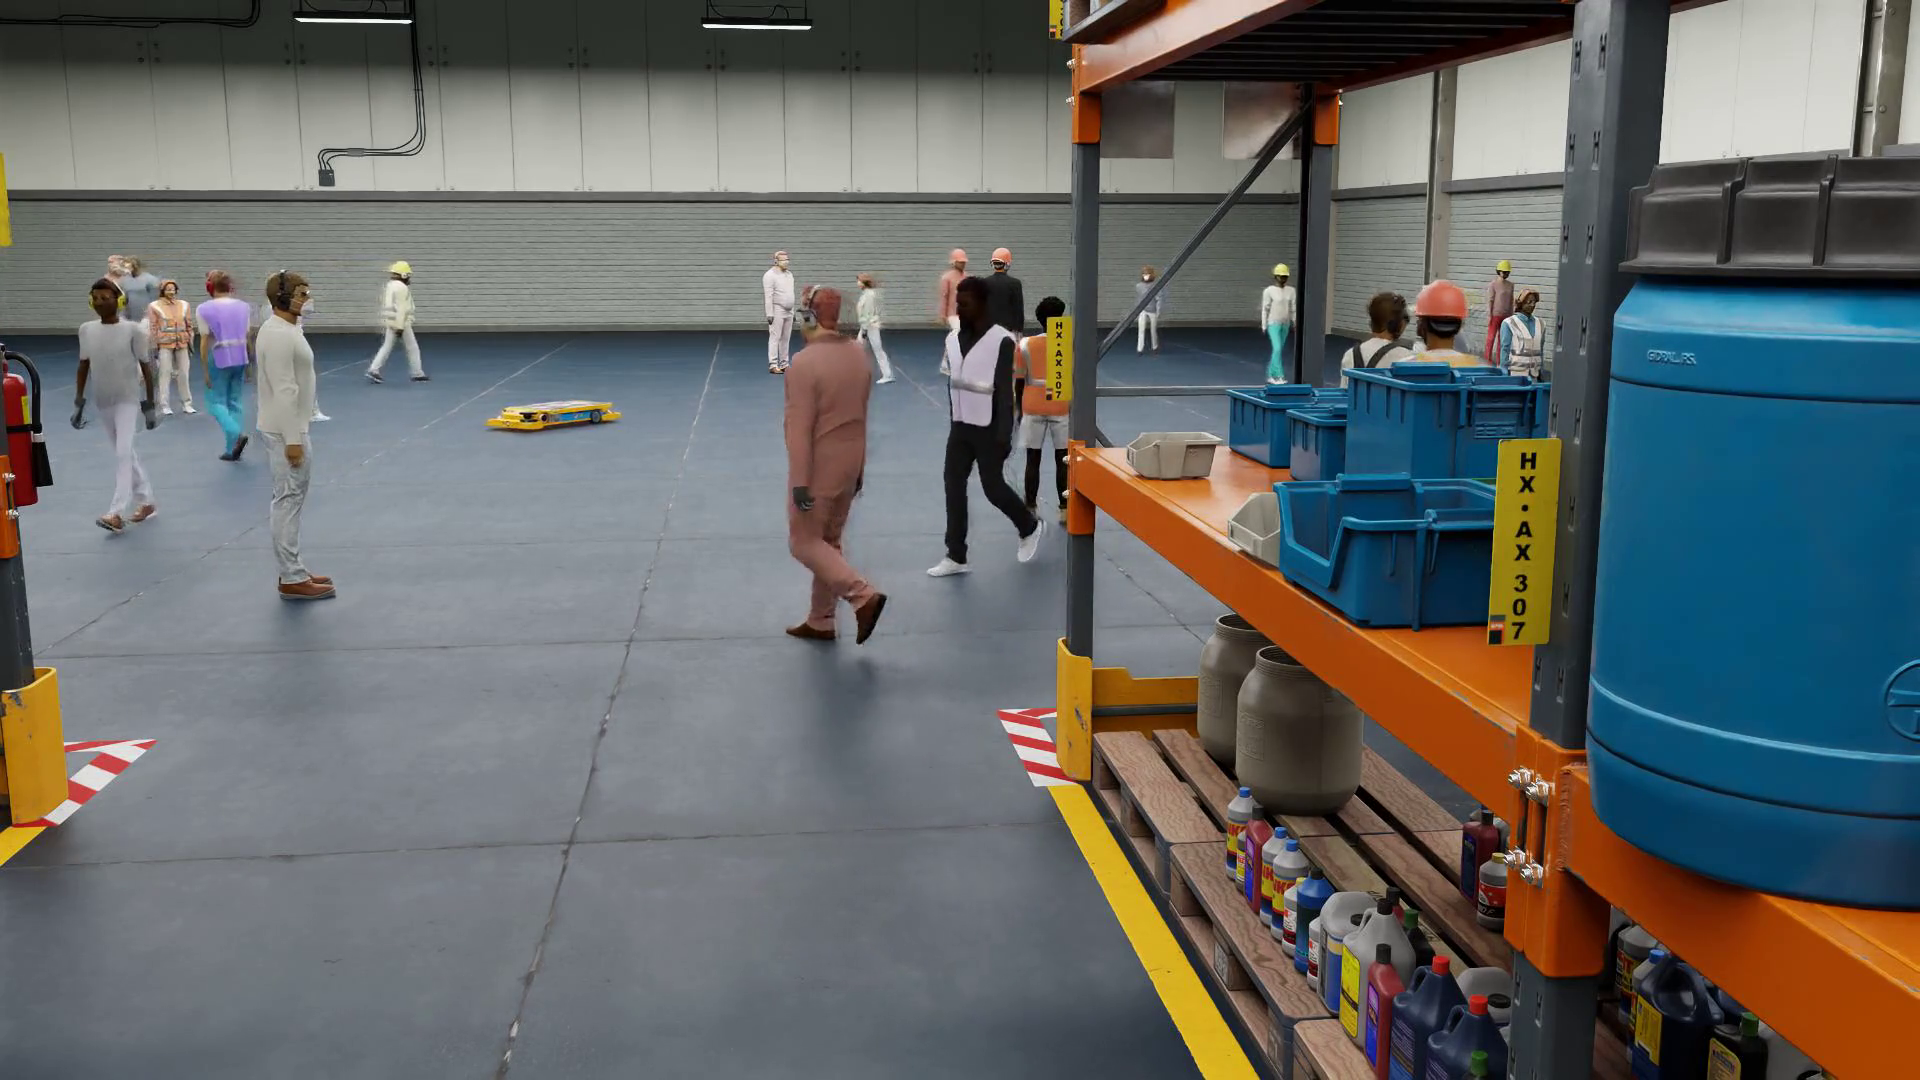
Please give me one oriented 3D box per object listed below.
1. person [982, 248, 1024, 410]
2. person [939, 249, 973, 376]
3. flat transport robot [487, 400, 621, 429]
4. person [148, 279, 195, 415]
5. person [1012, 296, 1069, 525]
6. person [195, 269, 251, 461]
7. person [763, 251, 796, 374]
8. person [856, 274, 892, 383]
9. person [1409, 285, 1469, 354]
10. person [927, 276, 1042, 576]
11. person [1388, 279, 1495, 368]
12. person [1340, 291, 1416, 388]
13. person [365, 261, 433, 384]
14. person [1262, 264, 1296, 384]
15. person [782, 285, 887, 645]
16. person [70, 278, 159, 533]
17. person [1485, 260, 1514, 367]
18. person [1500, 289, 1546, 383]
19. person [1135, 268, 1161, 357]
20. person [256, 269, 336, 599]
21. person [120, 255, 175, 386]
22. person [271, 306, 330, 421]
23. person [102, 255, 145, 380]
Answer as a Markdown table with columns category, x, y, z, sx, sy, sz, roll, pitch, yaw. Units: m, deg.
| category | x | y | z | sx | sy | sz | roll | pitch | yaw |
| --- | --- | --- | --- | --- | --- | --- | --- | --- | --- |
| person | 0.507 | -2.594 | 20.521 | 0.608 | 1.995 | 0.377 | 4 | 11 | 20 |
| person | -0.035 | -3.448 | 25.343 | 0.615 | 1.948 | 1.019 | -9 | 14 | -42 |
| flat transport robot | -4.591 | -1.431 | 18.873 | 0.652 | 0.197 | 1.431 | 6 | 12 | 32 |
| person | -9.492 | -2.322 | 20.037 | 0.323 | 1.627 | 0.509 | 9 | 14 | 41 |
| person | 0.661 | -0.952 | 12.336 | 0.541 | 1.695 | 0.315 | 3 | 11 | 14 |
| person | -6.923 | -1.641 | 15.745 | 0.495 | 1.830 | 0.572 | 7 | 12 | 32 |
| person | -2.782 | -3.555 | 26.030 | 0.405 | 1.906 | 0.652 | 6 | 12 | 31 |
| person | -1.390 | -3.058 | 24.172 | 0.878 | 1.589 | 0.534 | -3 | 11 | -18 |
| person | 3.152 | -0.788 | 11.099 | 0.456 | 1.817 | 0.596 | 8 | 13 | 39 |
| person | 0.161 | -0.732 | 10.605 | 0.839 | 1.889 | 0.598 | -10 | 14 | -43 |
| person | 2.207 | -0.241 | 7.782 | 0.551 | 1.935 | 0.370 | -1 | 10 | -7 |
| person | 2.369 | -0.466 | 9.398 | 0.575 | 1.840 | 0.534 | -7 | 13 | -35 |
| person | -8.238 | -3.160 | 24.215 | 0.938 | 1.792 | 0.602 | -8 | 13 | -39 |
| person | 4.634 | -3.060 | 23.776 | 0.540 | 1.734 | 0.819 | -5 | 11 | -25 |
| person | -0.652 | -0.369 | 8.610 | 0.662 | 1.891 | 0.645 | 6 | 12 | 31 |
| person | -6.179 | -0.982 | 12.148 | 0.497 | 1.824 | 0.989 | 1 | 10 | 4 |
| person | 8.618 | -3.567 | 26.508 | 0.524 | 1.761 | 0.334 | -5 | 11 | -26 |
| person | 5.348 | -1.565 | 15.853 | 0.514 | 1.641 | 0.307 | -5 | 11 | -23 |
| person | 3.371 | -4.076 | 29.758 | 0.513 | 1.589 | 0.871 | 4 | 11 | 20 |
| person | -3.966 | -0.624 | 9.876 | 0.379 | 1.940 | 0.629 | -4 | 11 | -19 |
| person | -11.780 | -3.174 | 24.021 | 0.648 | 1.886 | 1.018 | 4 | 11 | 21 |
| person | -7.797 | -2.225 | 19.285 | 0.876 | 1.703 | 0.492 | 4 | 11 | 21 |
| person | -12.200 | -3.240 | 24.438 | 0.406 | 1.866 | 0.801 | 4 | 11 | 22 |
